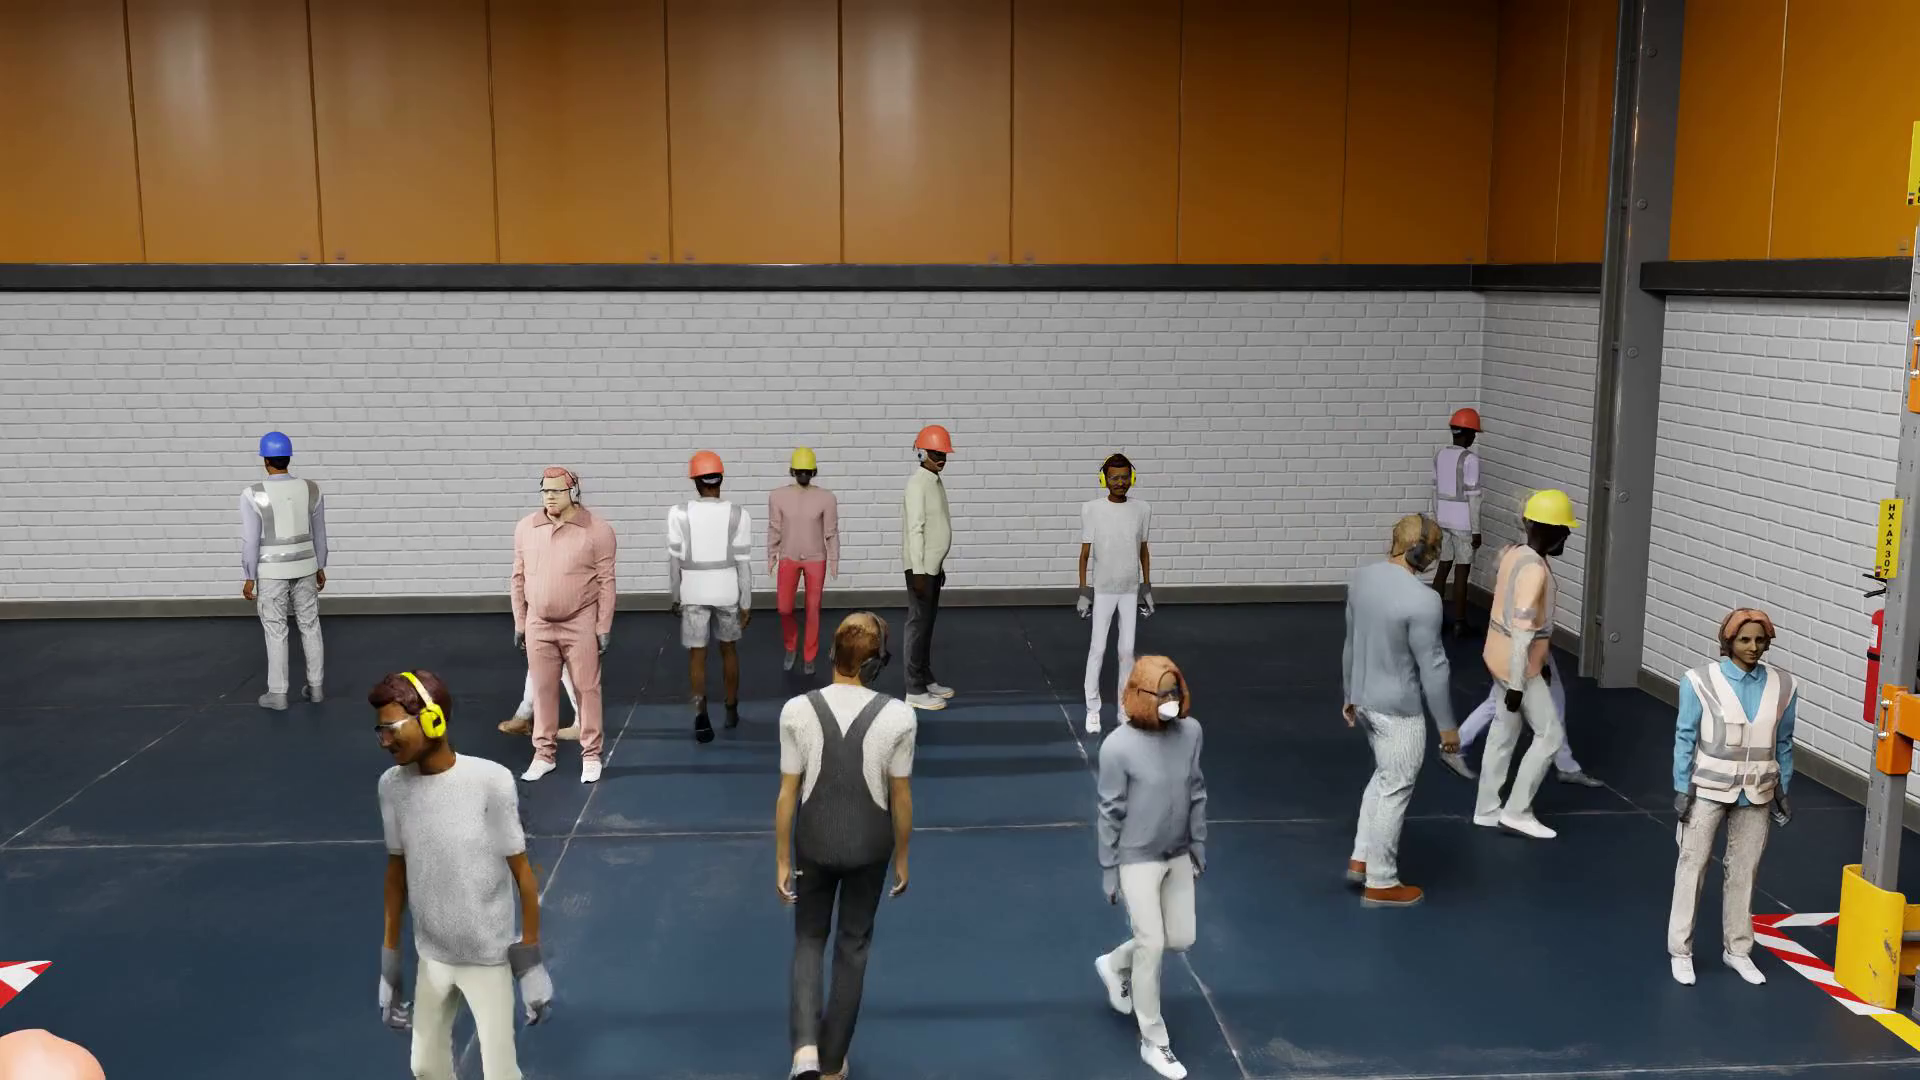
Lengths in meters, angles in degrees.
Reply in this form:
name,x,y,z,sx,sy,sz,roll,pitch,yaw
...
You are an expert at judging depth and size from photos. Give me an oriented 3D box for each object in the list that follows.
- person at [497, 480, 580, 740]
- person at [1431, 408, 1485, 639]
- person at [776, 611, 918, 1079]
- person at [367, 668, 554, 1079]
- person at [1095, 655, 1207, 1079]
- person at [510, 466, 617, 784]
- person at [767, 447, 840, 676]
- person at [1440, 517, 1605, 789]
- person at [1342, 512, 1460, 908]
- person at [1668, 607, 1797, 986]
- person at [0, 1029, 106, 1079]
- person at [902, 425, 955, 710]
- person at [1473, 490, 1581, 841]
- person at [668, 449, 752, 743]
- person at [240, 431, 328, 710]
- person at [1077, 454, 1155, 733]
name,x,y,z,sx,sy,sz,roll,pitch,yaw
person,-2.650,0.451,10.690,0.673,1.792,0.685,-4,10,-25
person,4.187,-0.141,13.944,0.364,1.933,0.543,-4,10,-24
person,-0.412,1.164,6.091,0.520,1.817,0.450,0,9,2
person,-1.563,1.306,5.179,0.668,1.838,0.365,3,10,18
person,0.711,1.214,6.418,0.511,1.613,0.550,-6,11,-35
person,-2.380,0.507,9.954,0.642,1.909,0.410,1,9,6
person,-1.183,0.164,12.572,0.552,1.750,0.388,0,9,-2
person,3.338,0.615,9.886,0.922,1.716,0.524,5,10,29
person,2.080,0.815,7.960,0.421,1.919,0.675,-3,9,-15
person,3.296,1.091,7.114,0.513,1.642,0.313,0,9,1
person,-1.338,1.676,2.520,0.553,1.933,0.367,-5,10,-30
person,-0.219,0.180,11.739,0.392,1.991,0.612,2,9,12
person,3.060,0.671,8.939,0.557,1.903,0.620,1,9,7
person,-1.626,0.367,10.875,0.534,1.907,0.810,-2,9,-10
person,-4.738,0.211,11.678,0.389,1.947,0.614,8,12,41
person,1.042,0.350,11.055,0.538,1.869,0.312,-2,9,-13
